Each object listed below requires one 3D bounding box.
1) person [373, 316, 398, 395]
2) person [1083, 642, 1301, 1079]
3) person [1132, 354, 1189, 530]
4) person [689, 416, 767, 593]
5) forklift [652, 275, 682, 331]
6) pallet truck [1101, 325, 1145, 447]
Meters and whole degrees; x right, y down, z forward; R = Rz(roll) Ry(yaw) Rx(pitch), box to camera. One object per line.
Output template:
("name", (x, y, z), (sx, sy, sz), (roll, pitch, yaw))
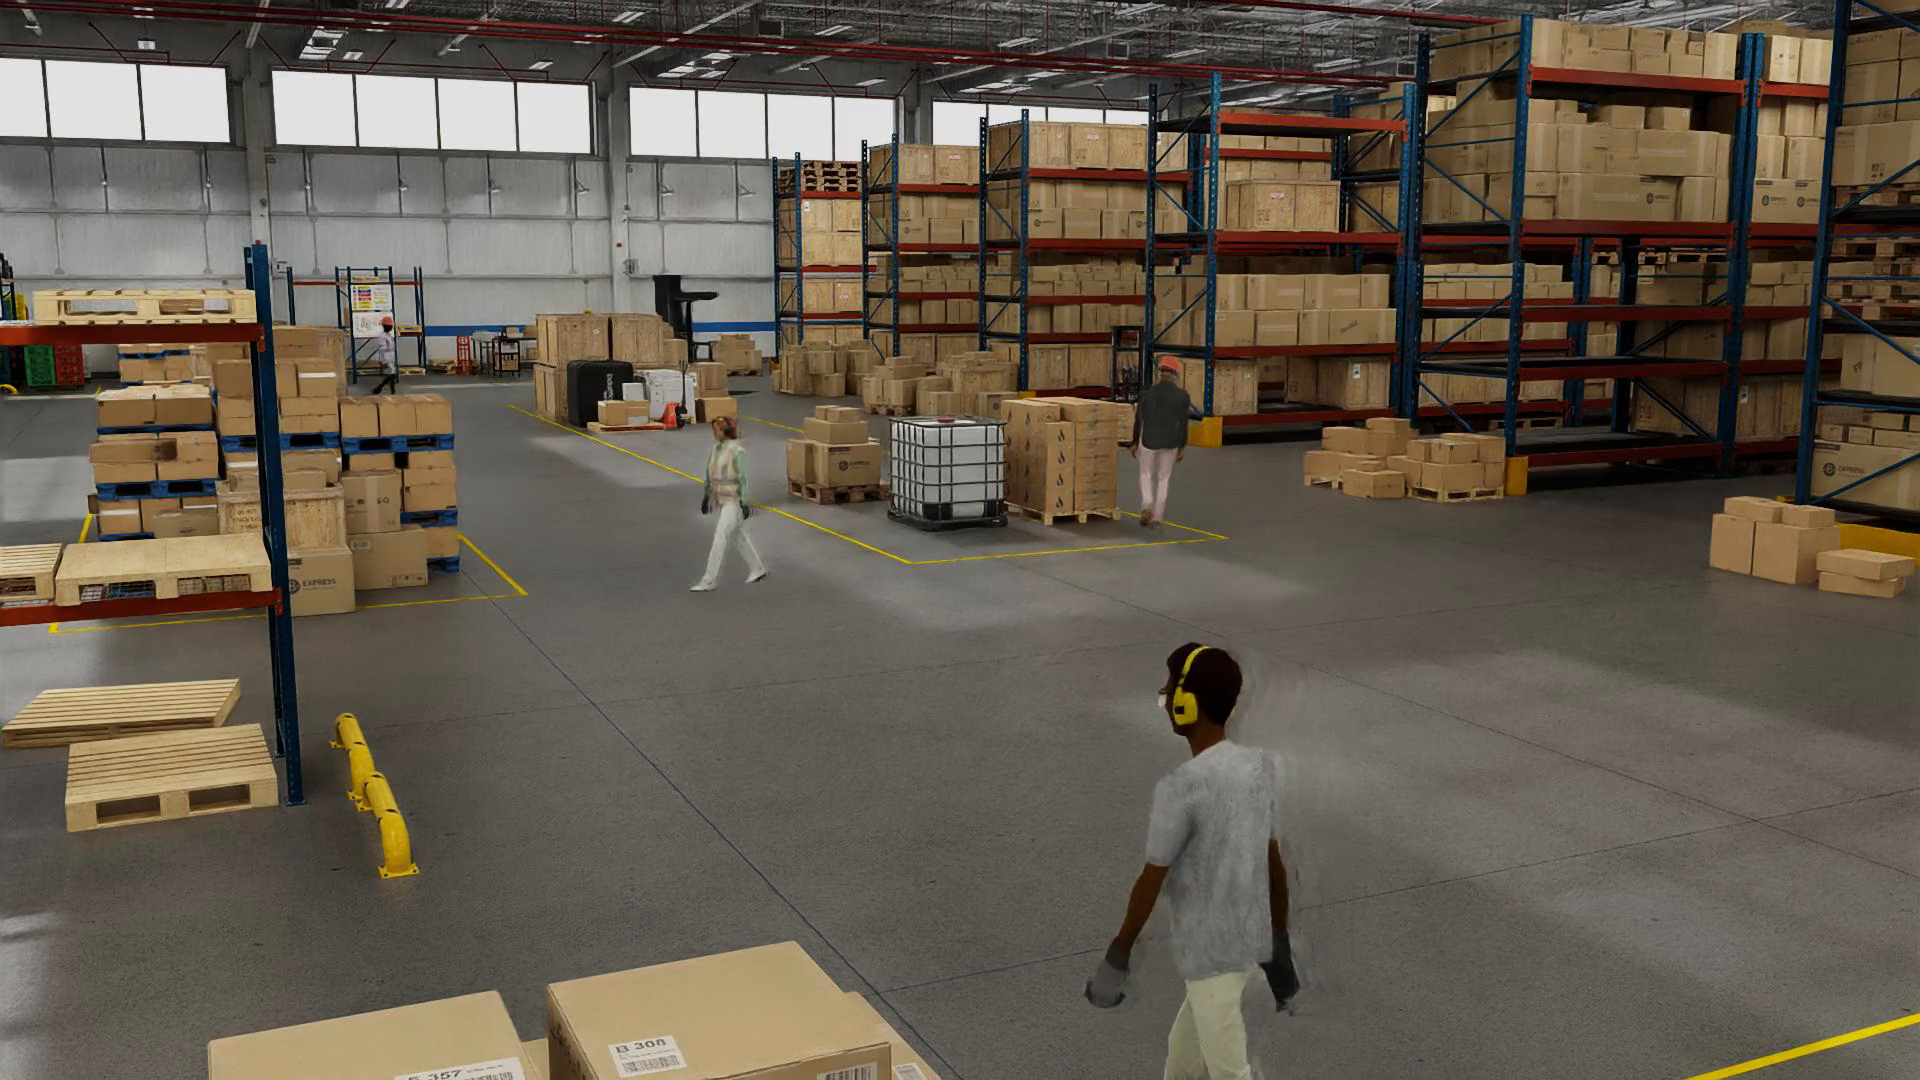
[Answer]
("person", (-12.801, -4.023, 37.077), (0.709, 1.911, 0.573), (1, 9, 6))
("person", (0.658, 1.209, 4.865), (0.935, 1.822, 0.520), (7, 12, 37))
("person", (2.252, -1.095, 18.683), (0.621, 1.973, 0.444), (1, 9, 6))
("person", (-2.119, -0.347, 15.224), (0.870, 1.594, 0.534), (-7, 12, -39))
("forklift", (-6.754, -4.737, 38.475), (1.873, 2.768, 1.129), (2, 9, 12))
("pallet truck", (2.881, -2.596, 27.923), (0.823, 1.965, 1.885), (-1, 9, -7))
